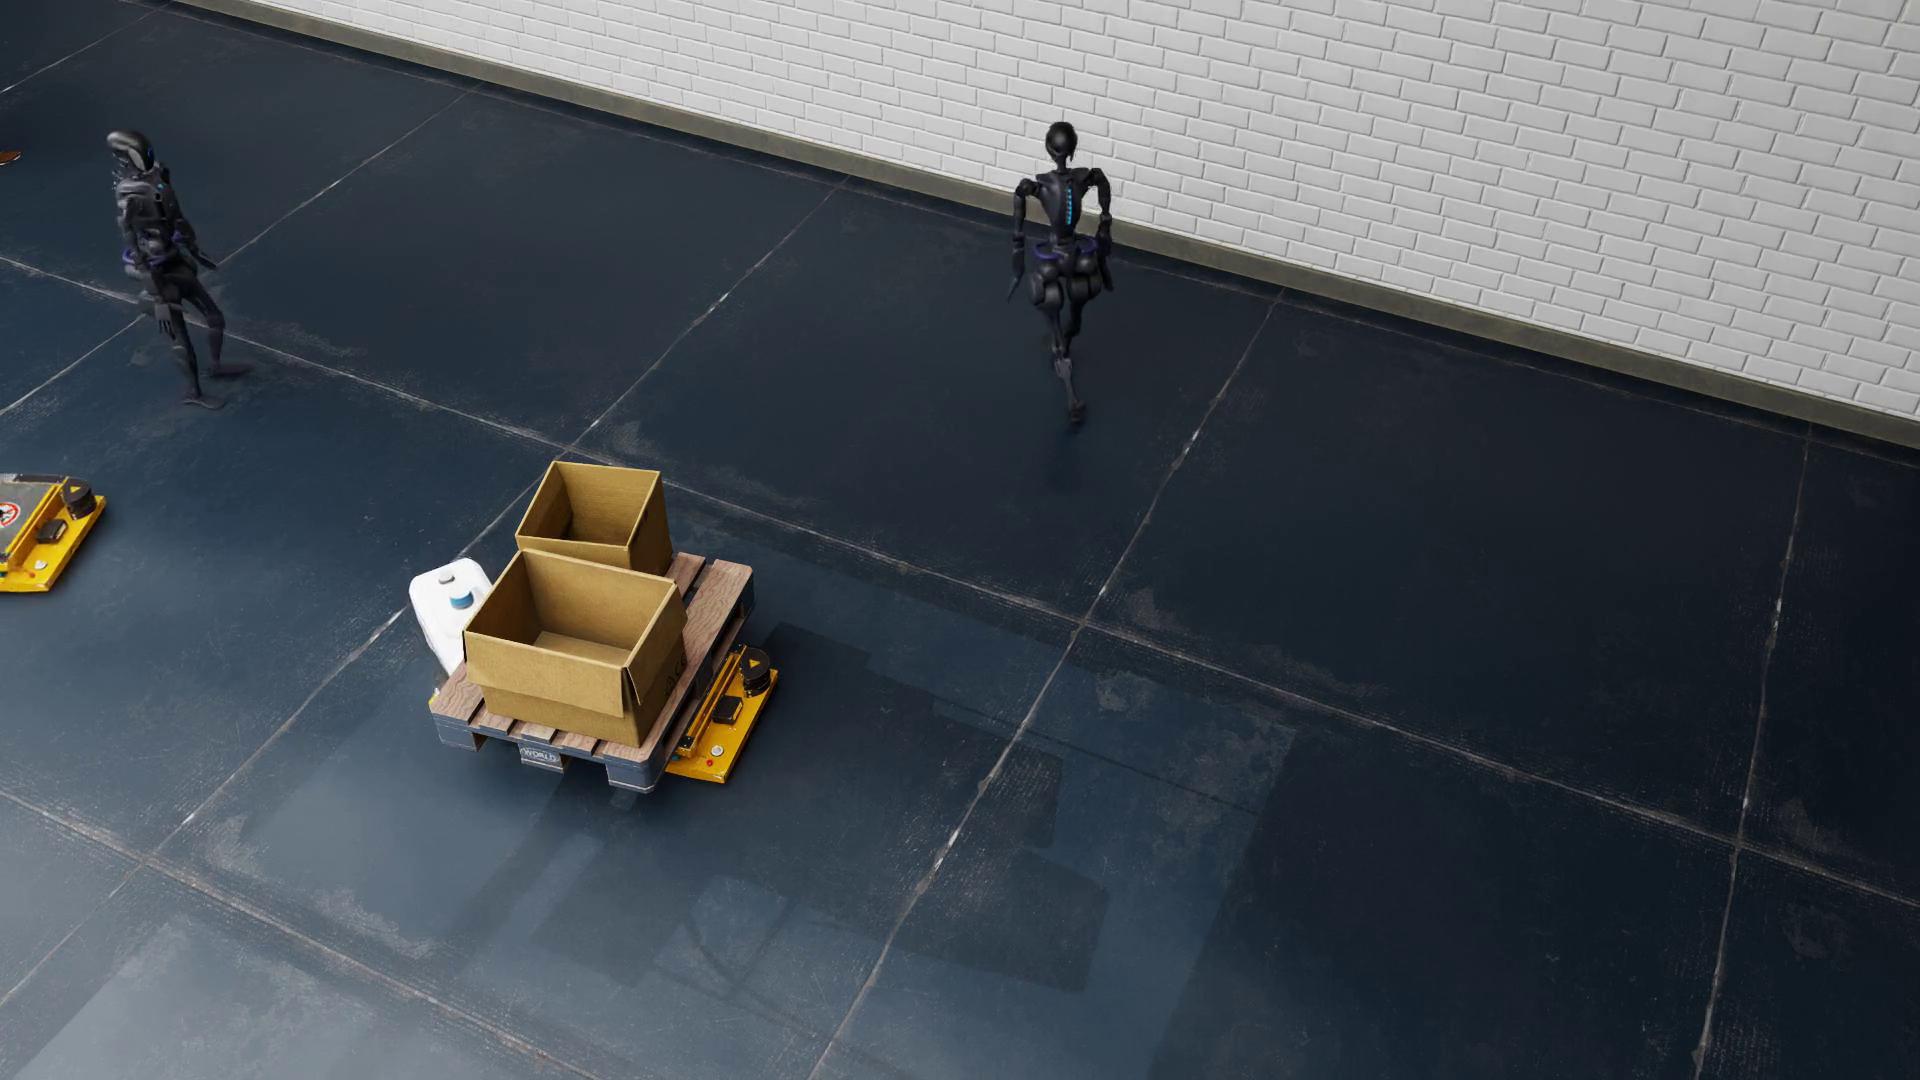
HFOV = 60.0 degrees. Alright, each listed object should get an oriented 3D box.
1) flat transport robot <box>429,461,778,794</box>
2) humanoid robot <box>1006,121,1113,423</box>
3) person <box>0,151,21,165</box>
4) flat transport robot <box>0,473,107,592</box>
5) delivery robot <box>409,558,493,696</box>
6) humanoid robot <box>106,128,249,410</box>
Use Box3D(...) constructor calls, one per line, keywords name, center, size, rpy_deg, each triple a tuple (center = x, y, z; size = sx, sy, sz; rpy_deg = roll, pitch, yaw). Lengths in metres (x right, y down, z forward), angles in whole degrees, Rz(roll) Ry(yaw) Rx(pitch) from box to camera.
Box3D(name="flat transport robot", center=(-1.615, 0.662, 7.541), size=(1.431, 0.231, 0.659), rpy_deg=(11, 44, 12))
Box3D(name="humanoid robot", center=(0.541, -1.434, 8.808), size=(0.589, 1.630, 0.753), rpy_deg=(-11, 44, -12))
Box3D(name="person", center=(-6.577, -3.168, 10.667), size=(0.500, 1.633, 0.284), rpy_deg=(20, 46, 20))
Box3D(name="flat transport robot", center=(-5.122, -0.053, 8.313), size=(1.431, 0.231, 0.659), rpy_deg=(3, 43, 3))
Box3D(name="delivery robot", center=(-2.208, 0.458, 7.564), size=(0.499, 0.612, 0.814), rpy_deg=(-23, 48, -23))
Box3D(name="humanoid robot", center=(-4.158, -1.419, 8.749), size=(0.324, 1.645, 0.603), rpy_deg=(2, 43, 2))
